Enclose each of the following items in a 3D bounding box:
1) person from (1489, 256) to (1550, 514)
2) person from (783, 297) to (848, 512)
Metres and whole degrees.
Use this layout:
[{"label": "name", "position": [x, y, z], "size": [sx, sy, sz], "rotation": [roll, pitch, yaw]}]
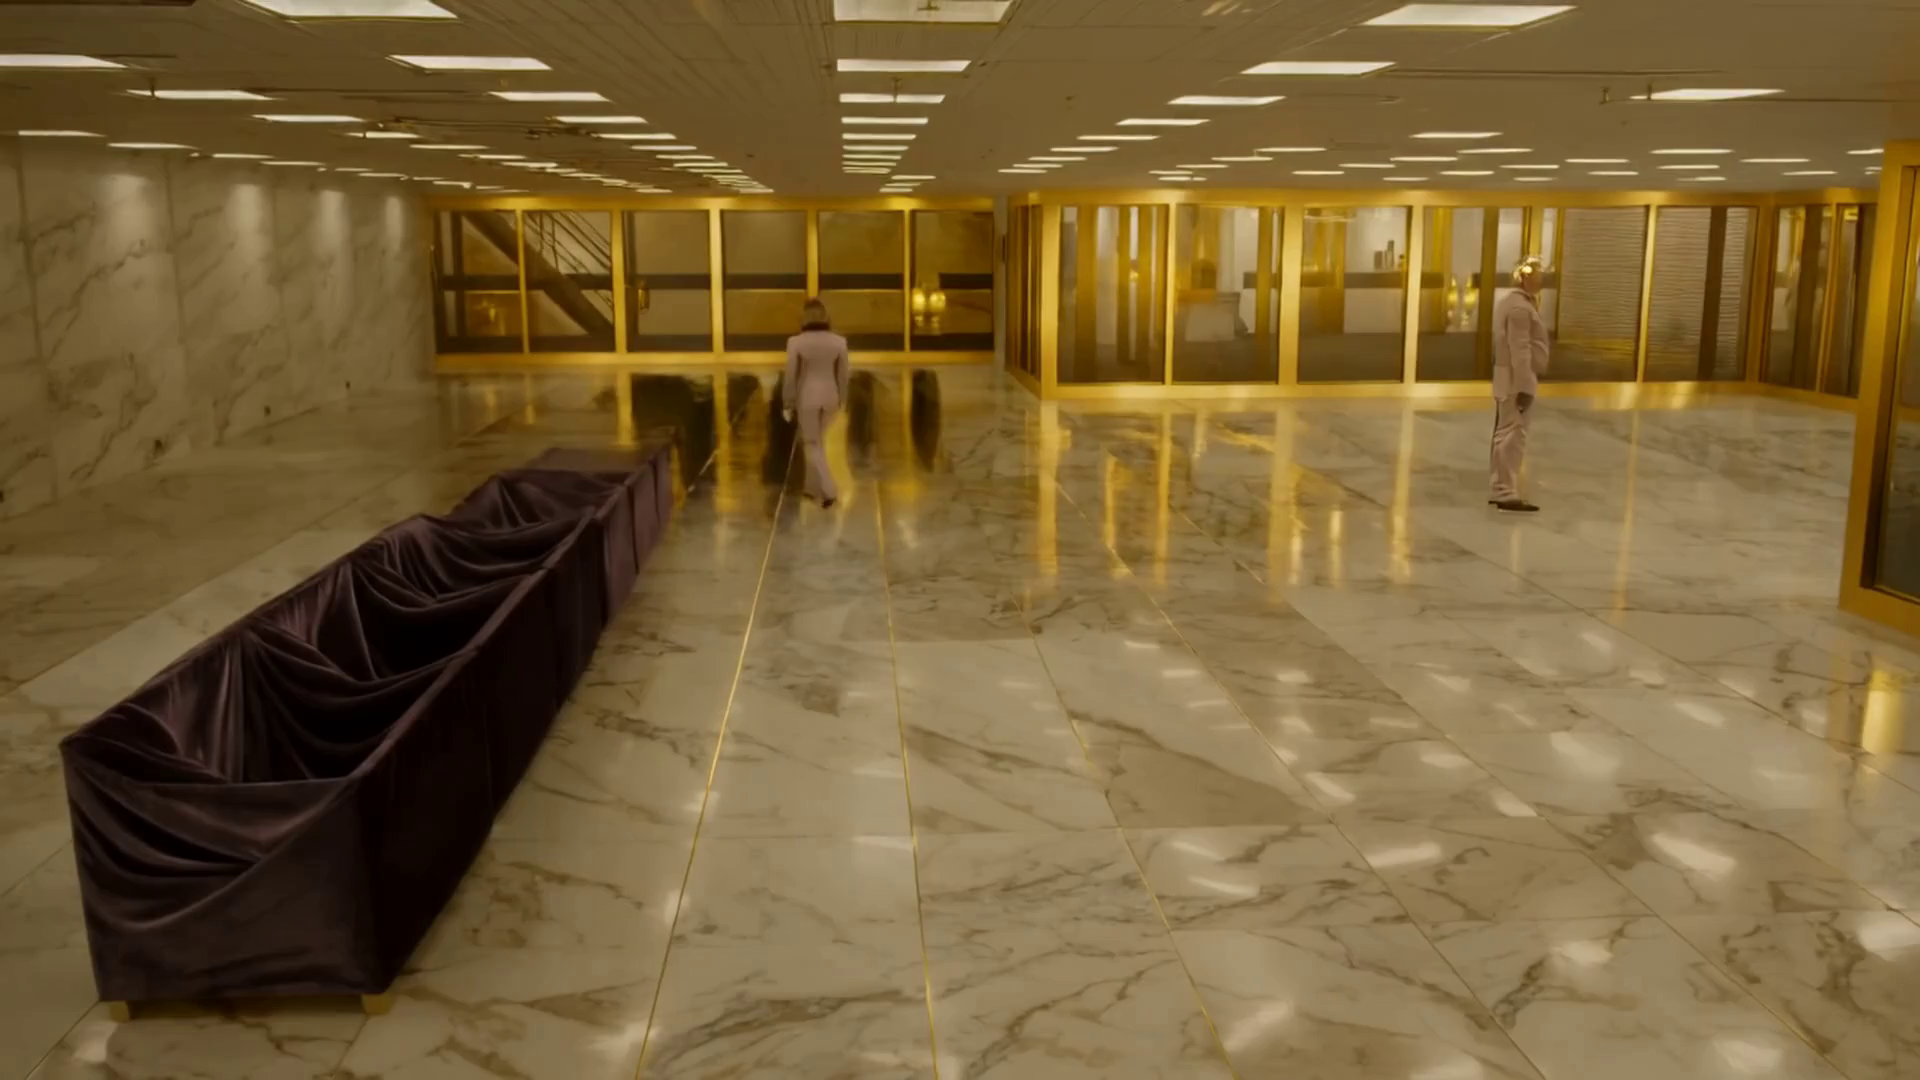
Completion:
[{"label": "person", "position": [4.190, -1.161, 12.453], "size": [0.411, 1.908, 0.643], "rotation": [1, 11, 7]}, {"label": "person", "position": [-1.060, -1.024, 12.521], "size": [0.507, 1.602, 0.770], "rotation": [-6, 12, -29]}]
